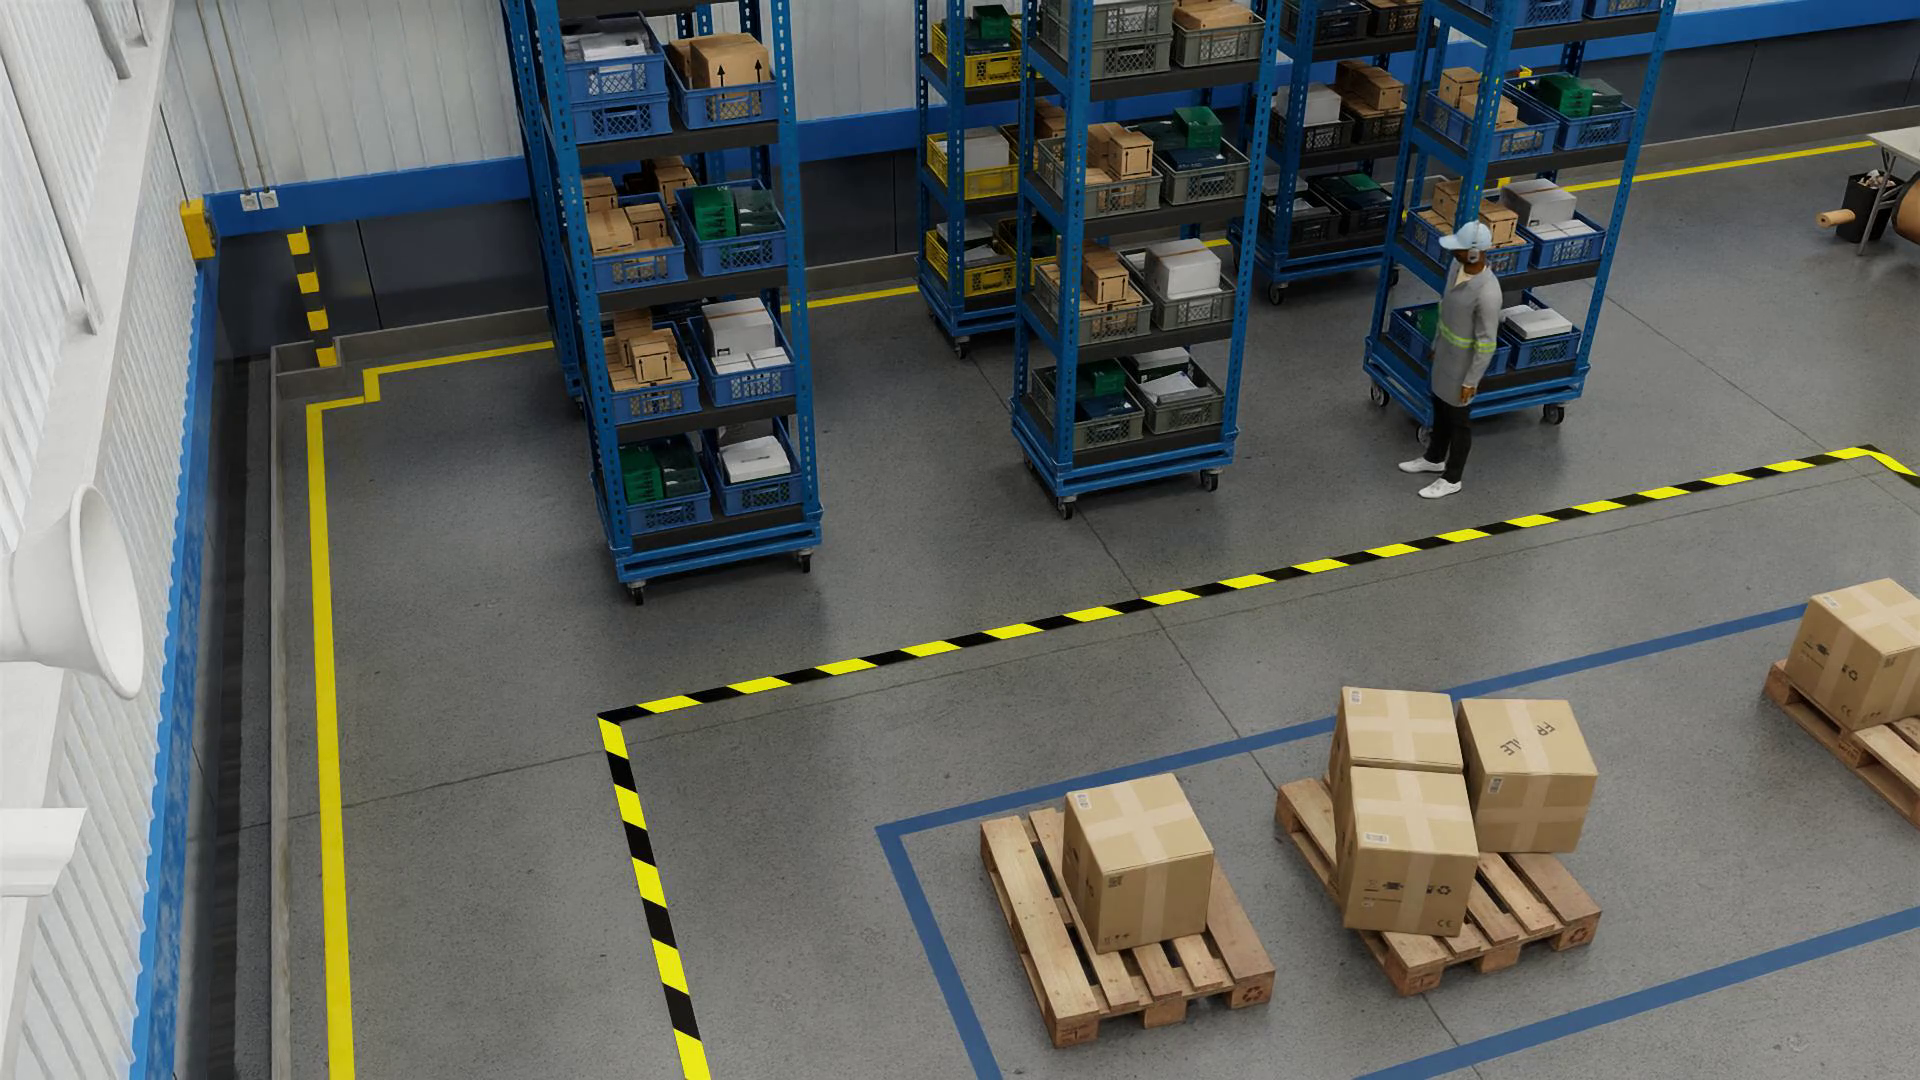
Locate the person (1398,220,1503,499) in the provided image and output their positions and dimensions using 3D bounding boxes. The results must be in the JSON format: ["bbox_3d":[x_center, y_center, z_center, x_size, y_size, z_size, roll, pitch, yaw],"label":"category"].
[{"bbox_3d":[3.039,-1.108,10.255,0.399,1.849,0.590,-4,35,-6],"label":"person"}]
